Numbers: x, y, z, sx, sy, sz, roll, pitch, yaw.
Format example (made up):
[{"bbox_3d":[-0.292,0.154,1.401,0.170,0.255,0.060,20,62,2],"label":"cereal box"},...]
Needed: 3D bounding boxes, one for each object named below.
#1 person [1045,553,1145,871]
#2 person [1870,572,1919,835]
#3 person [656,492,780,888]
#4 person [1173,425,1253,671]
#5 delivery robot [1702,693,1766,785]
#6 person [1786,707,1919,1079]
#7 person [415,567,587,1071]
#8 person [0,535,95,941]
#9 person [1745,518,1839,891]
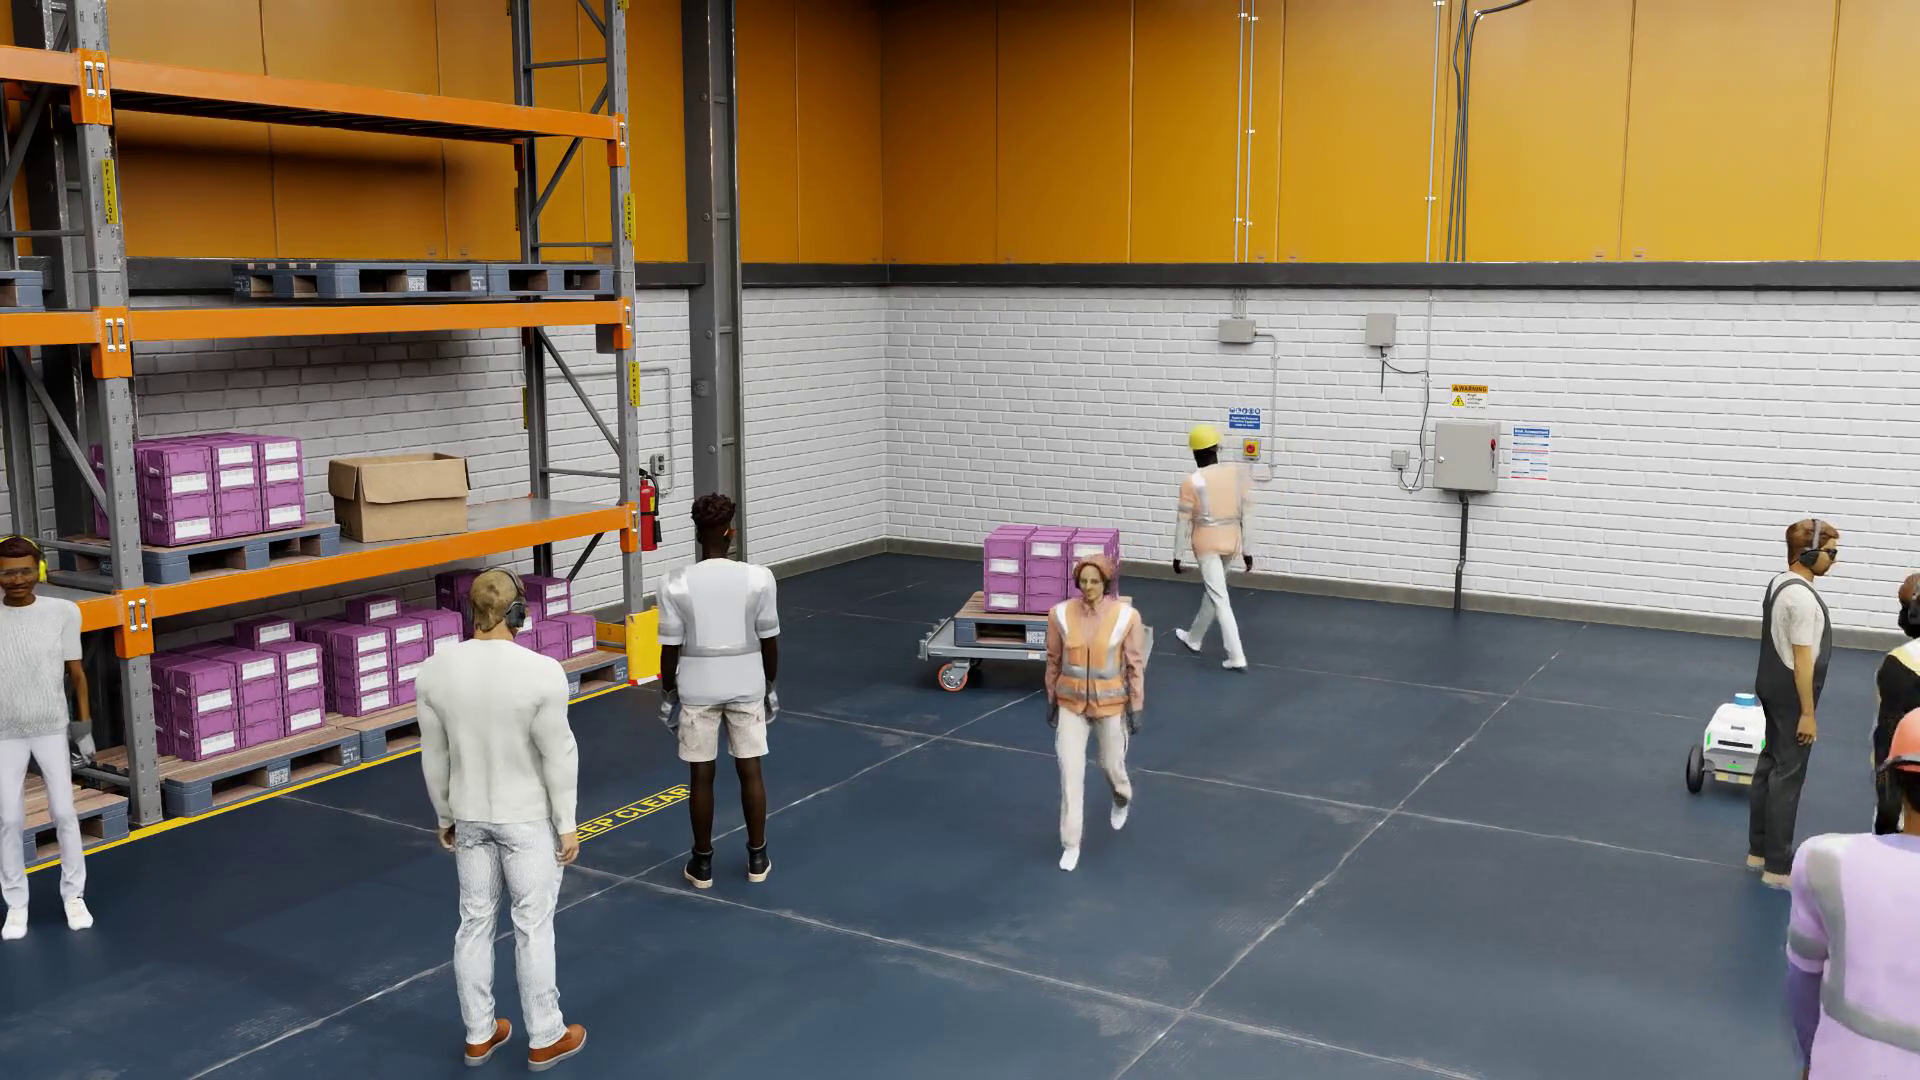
[{"bbox_3d":[0.712,0.849,8.675,0.525,1.618,0.718,3,9,15],"label":"person"},{"bbox_3d":[3.995,1.049,6.768,0.662,1.820,0.574,-4,10,-25],"label":"person"},{"bbox_3d":[-1.187,0.744,8.228,0.601,1.960,0.373,-2,9,-13],"label":"person"},{"bbox_3d":[1.934,0.045,12.890,0.603,1.862,1.026,-5,10,-26],"label":"person"},{"bbox_3d":[4.602,1.148,9.789,0.477,0.478,0.707,5,10,30],"label":"delivery robot"},{"bbox_3d":[2.395,1.369,4.164,0.611,2.005,0.898,9,13,44],"label":"person"},{"bbox_3d":[-1.732,1.062,6.329,0.628,1.935,0.373,2,9,13],"label":"person"},{"bbox_3d":[-4.258,0.894,7.612,0.513,1.861,0.327,-5,10,-27],"label":"person"},{"bbox_3d":[4.122,0.805,8.216,0.346,1.843,0.507,2,9,11],"label":"person"}]
